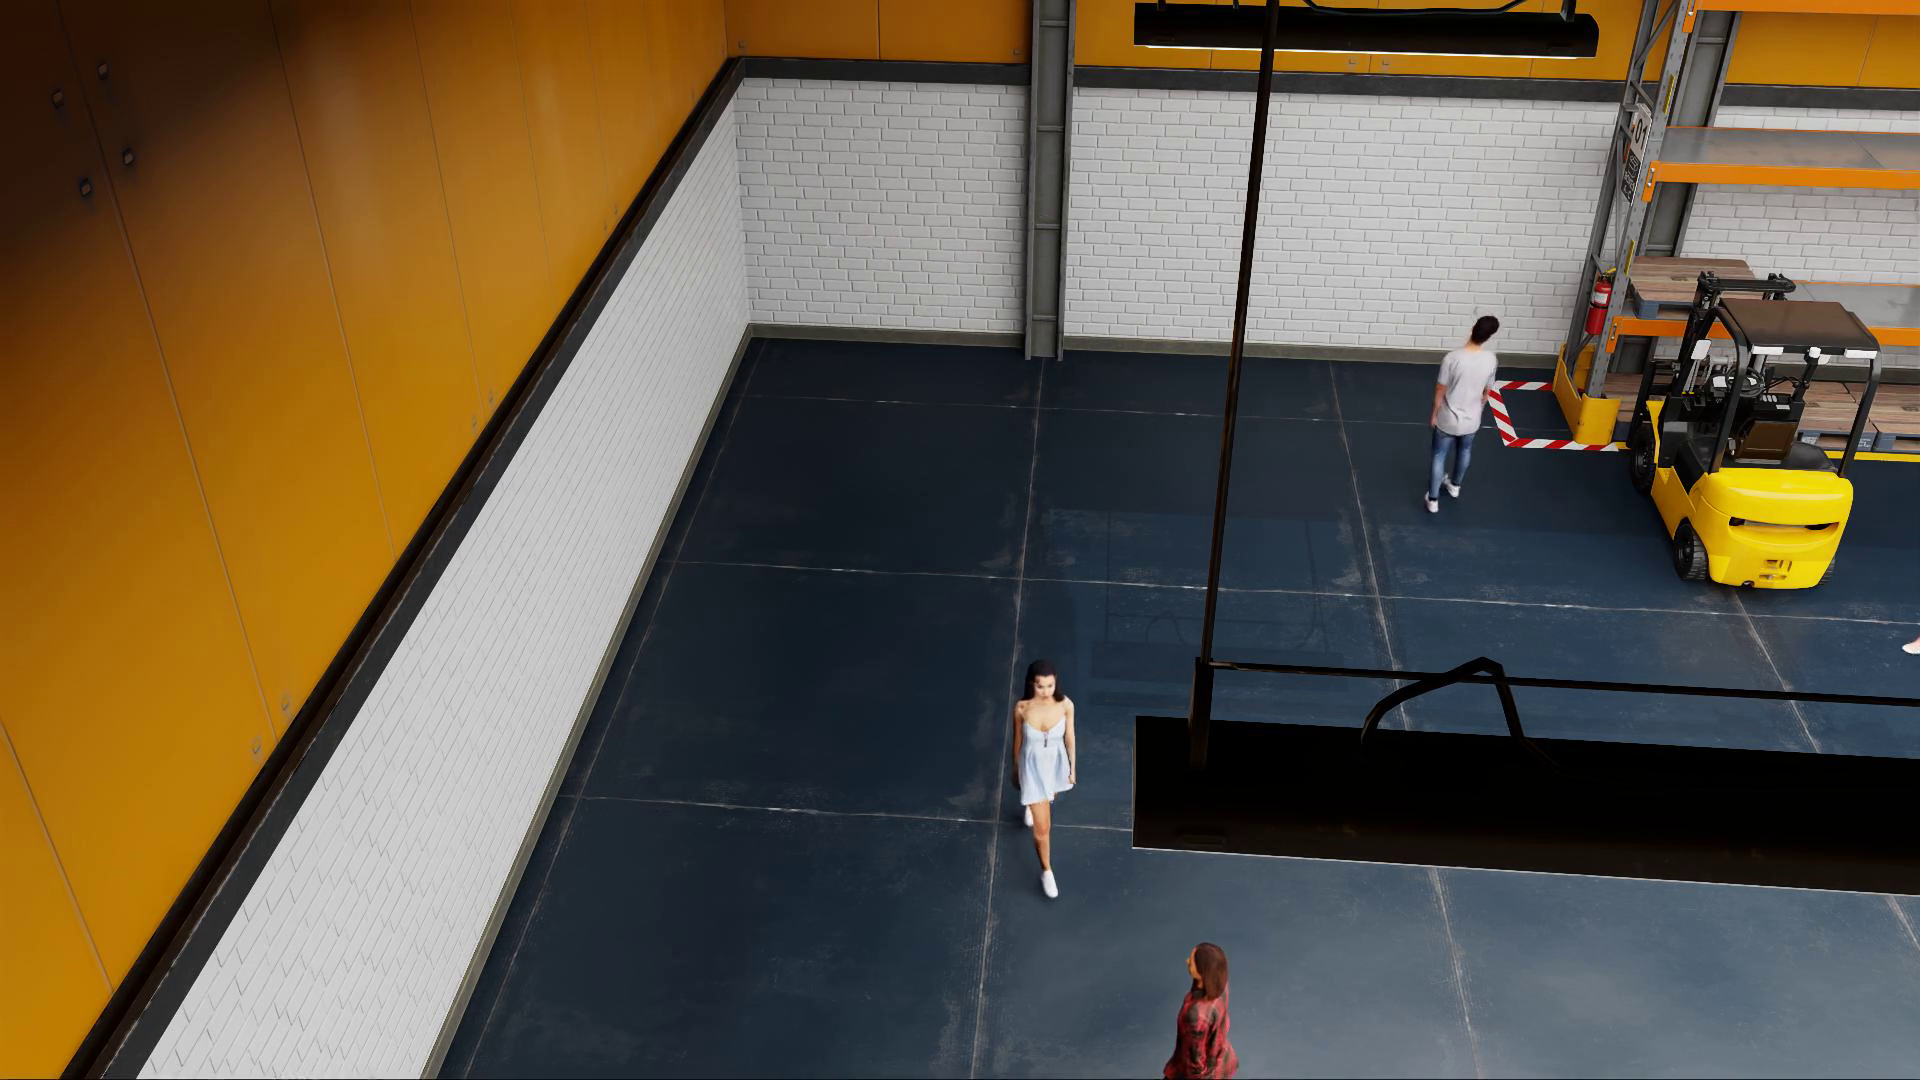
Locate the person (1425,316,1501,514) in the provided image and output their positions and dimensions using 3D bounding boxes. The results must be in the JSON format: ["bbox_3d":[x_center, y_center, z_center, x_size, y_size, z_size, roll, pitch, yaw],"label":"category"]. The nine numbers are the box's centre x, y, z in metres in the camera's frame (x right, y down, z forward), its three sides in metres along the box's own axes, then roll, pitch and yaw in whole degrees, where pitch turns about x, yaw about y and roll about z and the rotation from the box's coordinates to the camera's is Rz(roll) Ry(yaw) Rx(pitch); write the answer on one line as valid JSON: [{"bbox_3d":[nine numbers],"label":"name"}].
[{"bbox_3d":[4.404,-1.106,14.655,0.792,1.860,0.819,-9,35,-13],"label":"person"}]

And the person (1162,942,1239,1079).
[{"bbox_3d":[1.360,2.819,8.908,0.892,1.686,0.779,14,36,21],"label":"person"}]

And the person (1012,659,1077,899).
[{"bbox_3d":[0.532,1.450,10.953,1.119,1.700,0.880,-7,34,-11],"label":"person"}]
